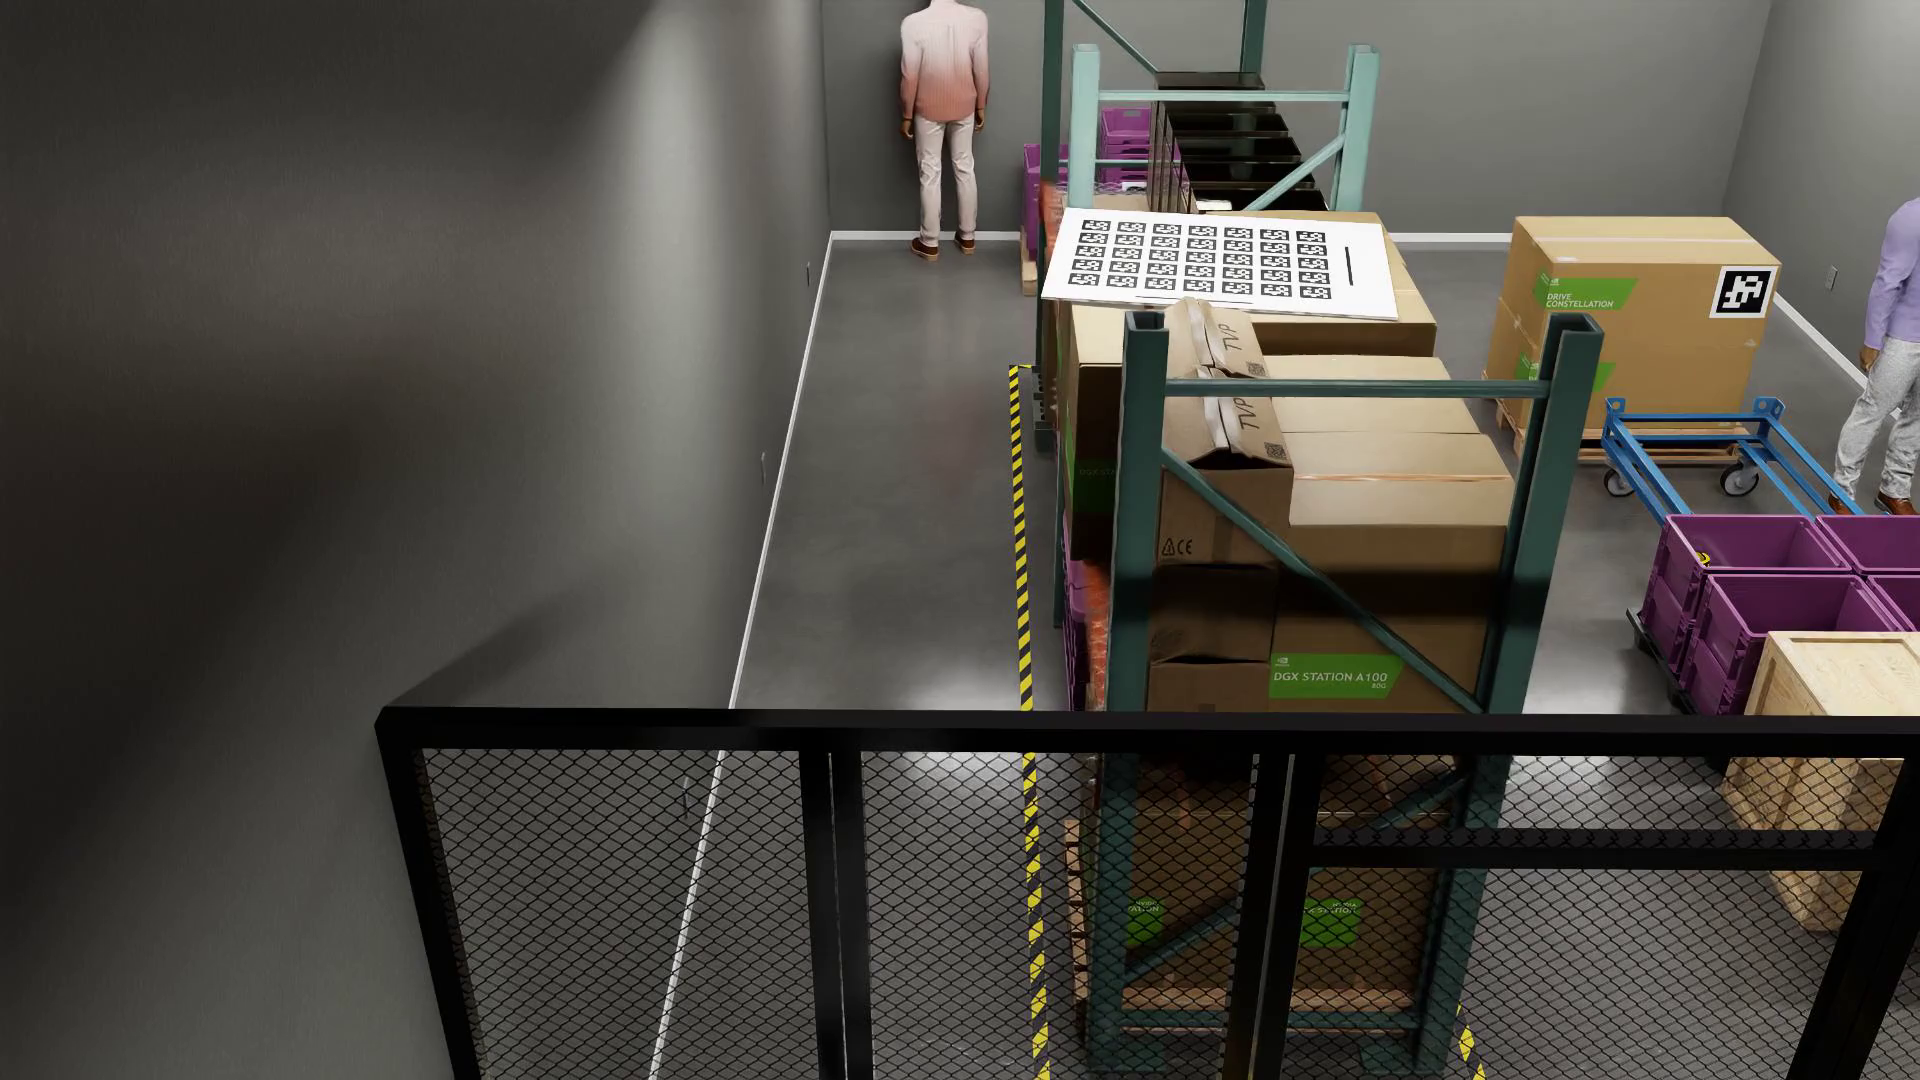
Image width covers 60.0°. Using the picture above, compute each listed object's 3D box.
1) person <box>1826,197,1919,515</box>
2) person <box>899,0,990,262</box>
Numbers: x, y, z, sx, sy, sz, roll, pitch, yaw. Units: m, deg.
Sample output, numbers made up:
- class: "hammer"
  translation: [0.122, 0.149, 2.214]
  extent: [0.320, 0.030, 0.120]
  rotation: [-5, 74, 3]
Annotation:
- class: "person"
  translation: [4.528, -0.945, 7.785]
  extent: [0.631, 1.940, 0.372]
  rotation: [-1, 31, -2]
- class: "person"
  translation: [-0.110, -2.818, 10.842]
  extent: [0.624, 1.993, 0.385]
  rotation: [-13, 33, -20]
